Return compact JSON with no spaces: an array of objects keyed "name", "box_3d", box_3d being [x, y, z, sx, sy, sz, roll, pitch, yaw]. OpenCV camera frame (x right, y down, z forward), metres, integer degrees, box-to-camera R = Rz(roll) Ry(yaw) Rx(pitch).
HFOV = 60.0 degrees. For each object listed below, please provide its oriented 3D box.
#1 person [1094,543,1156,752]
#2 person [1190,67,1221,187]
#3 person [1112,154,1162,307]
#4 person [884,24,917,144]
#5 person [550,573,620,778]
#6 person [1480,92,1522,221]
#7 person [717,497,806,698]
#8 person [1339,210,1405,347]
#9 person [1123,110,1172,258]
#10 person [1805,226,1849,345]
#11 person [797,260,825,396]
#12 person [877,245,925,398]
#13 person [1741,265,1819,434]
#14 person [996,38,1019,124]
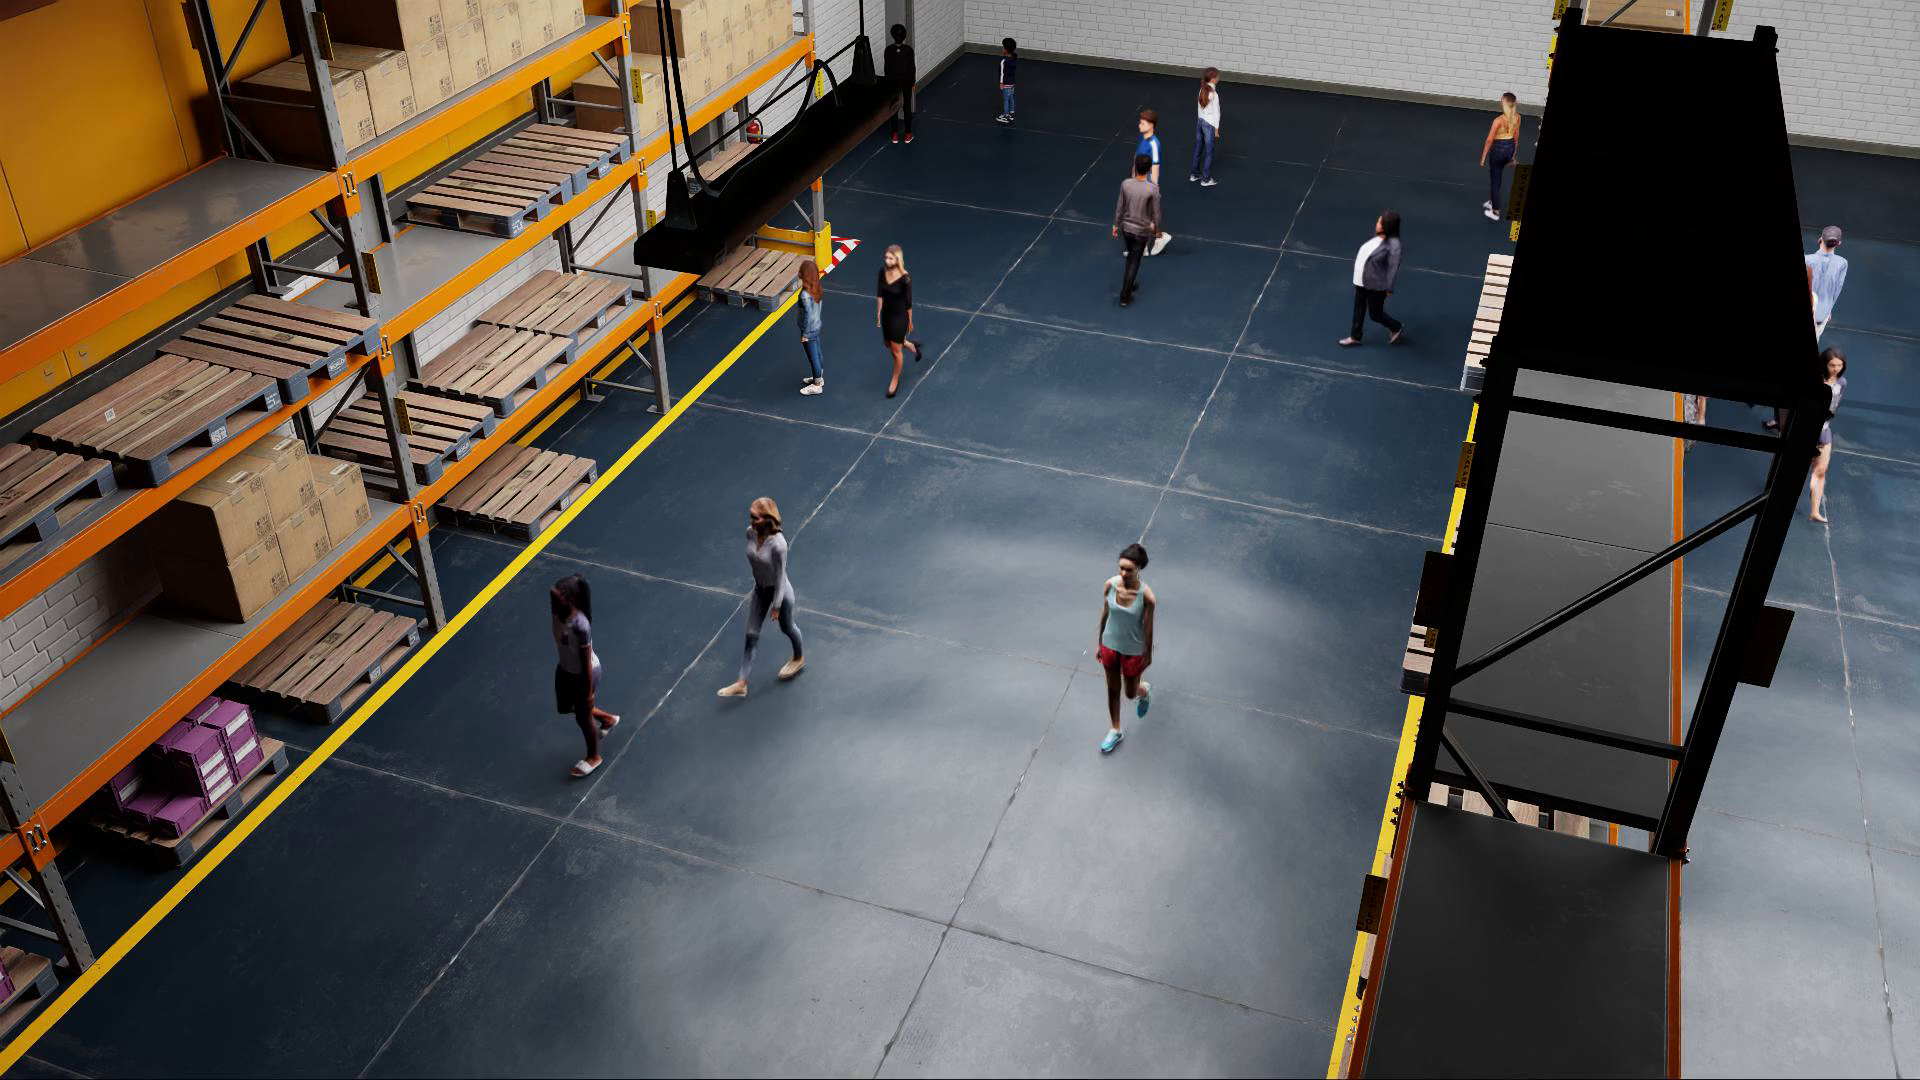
[{"name":"person","box_3d":[1.272,0.772,12.535,0.686,1.754,0.898,19,38,26]},{"name":"person","box_3d":[3.288,-5.530,22.195,0.656,1.556,0.619,-21,39,-28]},{"name":"person","box_3d":[1.965,-3.488,18.955,0.837,1.742,0.764,12,35,17]},{"name":"person","box_3d":[-0.850,-6.442,23.460,0.665,1.674,0.640,-1,34,-2]},{"name":"person","box_3d":[-2.738,0.968,12.278,0.857,1.711,0.769,-29,43,-36]},{"name":"person","box_3d":[6.917,-4.844,21.109,0.765,1.615,0.824,-13,36,-18]},{"name":"person","box_3d":[-1.405,0.401,13.089,0.908,1.759,1.170,28,43,36]},{"name":"person","box_3d":[4.584,-2.828,18.111,1.029,1.576,1.010,-9,35,-13]},{"name":"person","box_3d":[2.325,-4.290,20.059,0.940,1.856,0.898,-9,35,-13]},{"name":"person","box_3d":[8.735,-2.353,17.115,0.695,1.888,0.638,5,34,7]},{"name":"person","box_3d":[-1.544,-2.219,17.285,0.661,1.477,0.505,4,34,6]},{"name":"person","box_3d":[-0.610,-2.315,17.267,0.737,1.656,0.987,22,40,30]},{"name":"person","box_3d":[8.228,-1.850,16.499,0.940,1.733,1.015,-13,36,-19]},{"name":"person","box_3d":[0.699,-6.730,24.303,0.626,1.221,0.503,22,39,29]}]
